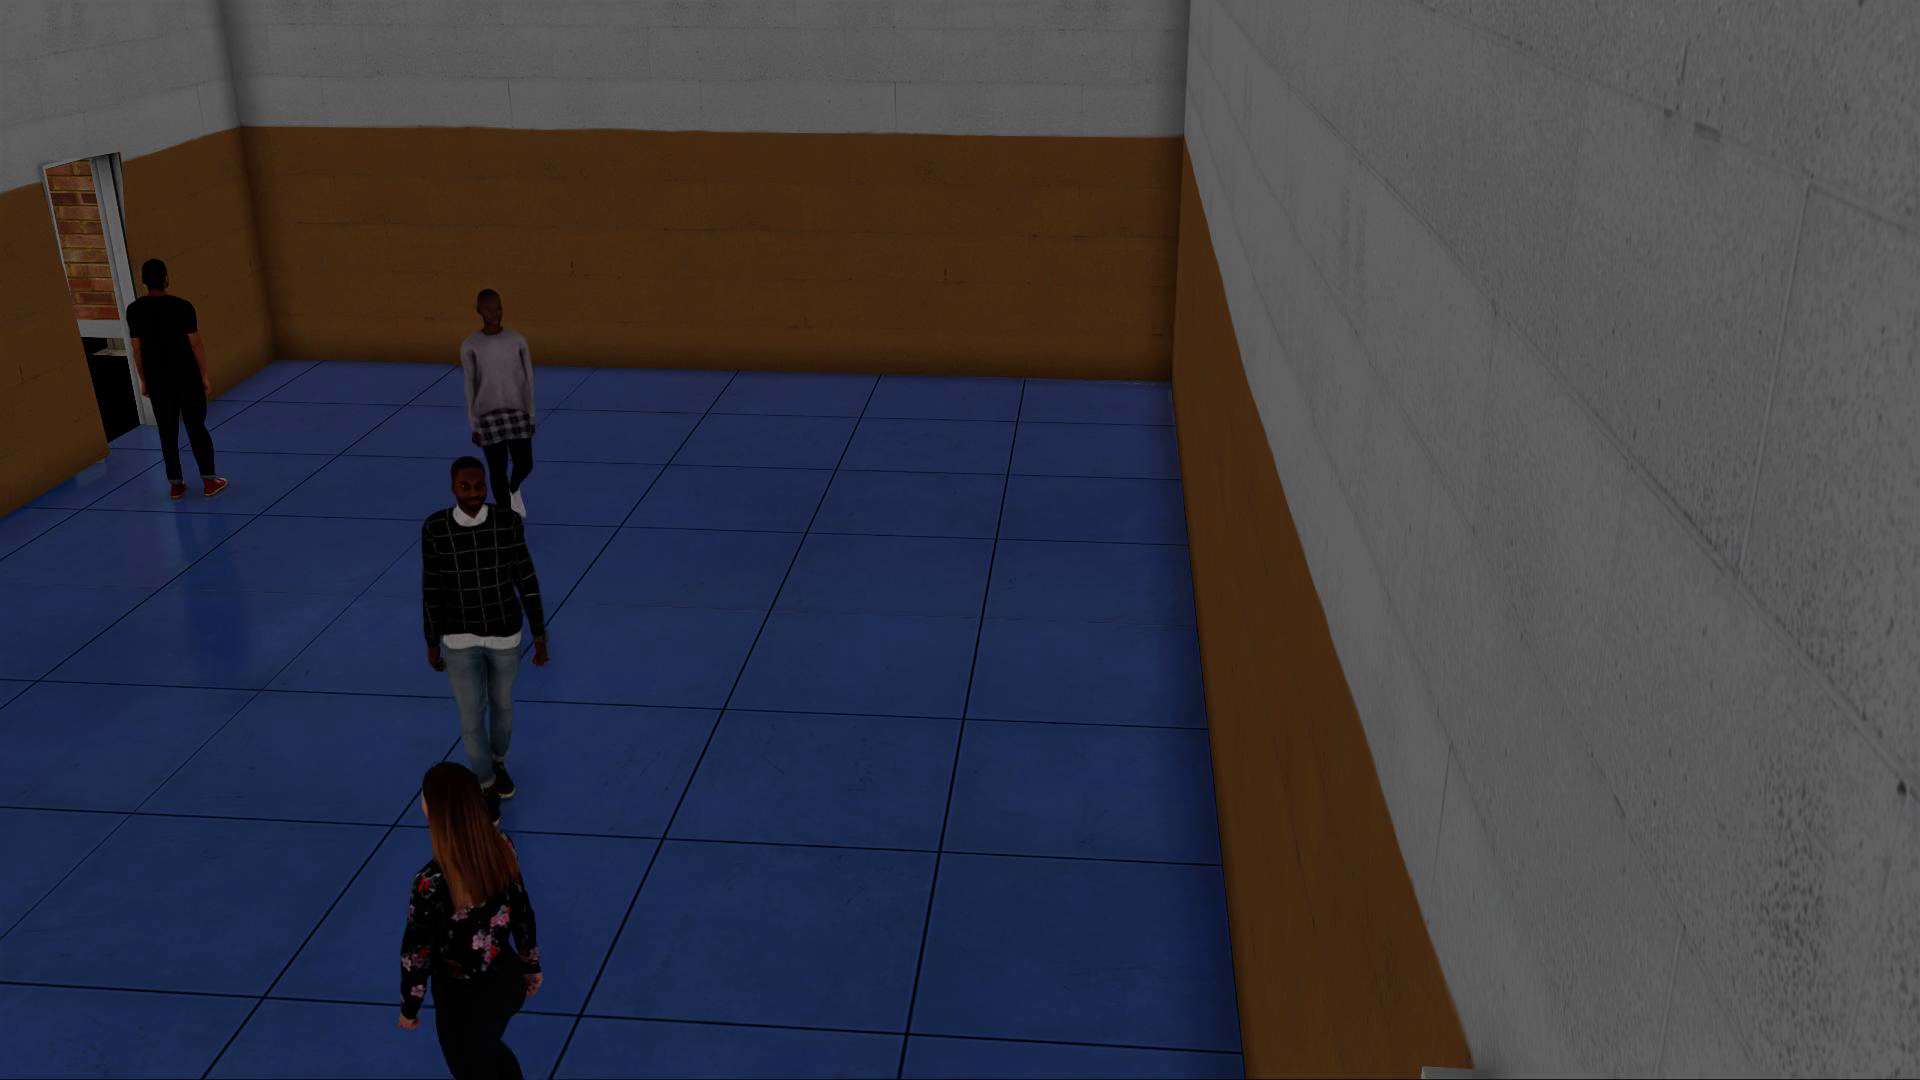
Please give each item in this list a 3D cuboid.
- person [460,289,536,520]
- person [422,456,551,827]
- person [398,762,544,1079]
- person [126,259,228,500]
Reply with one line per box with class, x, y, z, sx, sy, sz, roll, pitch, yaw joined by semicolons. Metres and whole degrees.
person;-3.139;-0.847;11.289;0.898;1.758;0.915;-11;24;-25
person;-2.330;0.424;8.075;0.935;1.797;0.975;-9;24;-22
person;-1.525;1.523;5.512;0.683;1.669;0.678;11;24;24
person;-5.718;-1.167;12.090;0.572;1.757;0.744;-4;22;-10
